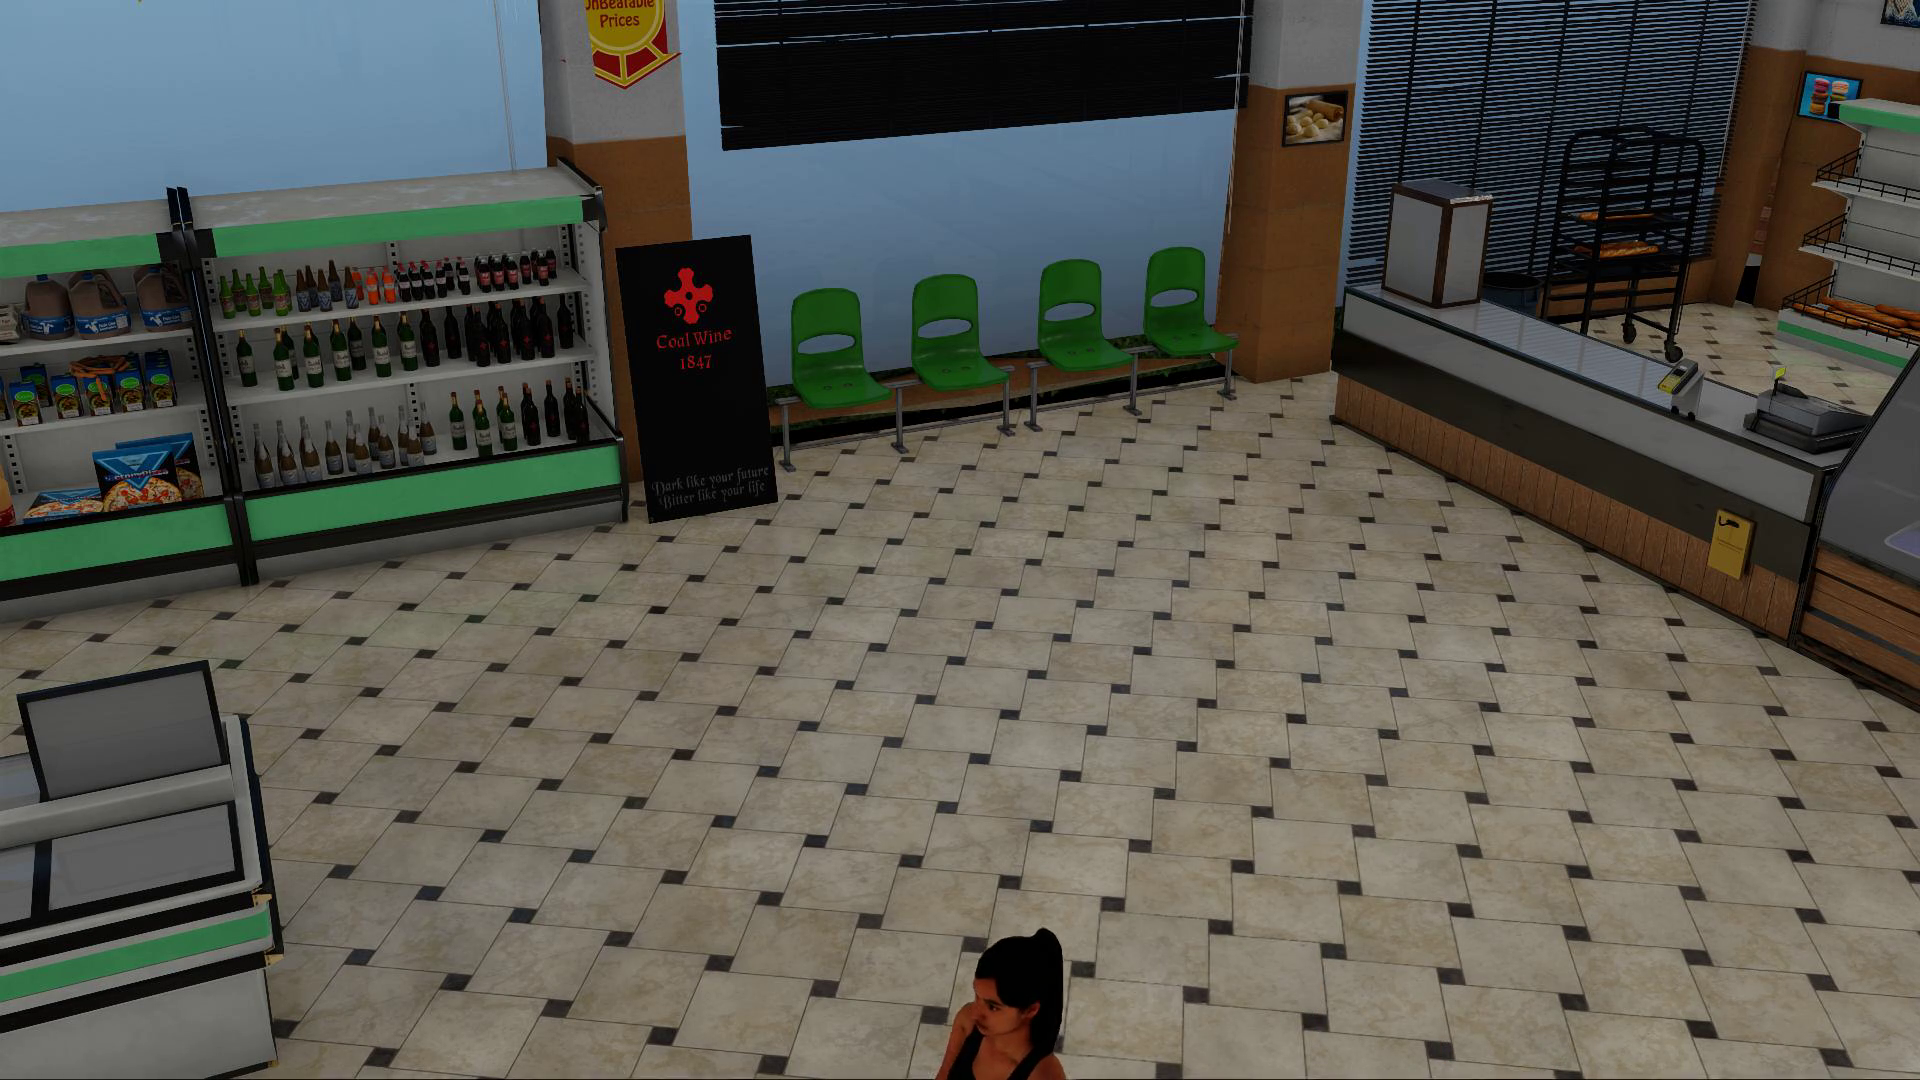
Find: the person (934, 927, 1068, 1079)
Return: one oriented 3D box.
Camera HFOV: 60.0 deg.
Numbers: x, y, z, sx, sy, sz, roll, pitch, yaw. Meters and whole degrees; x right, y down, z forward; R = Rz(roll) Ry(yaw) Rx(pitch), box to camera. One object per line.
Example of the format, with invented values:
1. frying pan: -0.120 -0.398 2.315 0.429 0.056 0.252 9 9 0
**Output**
1. person: 0.198 1.666 4.293 1.090 1.623 0.641 -12 26 -26
